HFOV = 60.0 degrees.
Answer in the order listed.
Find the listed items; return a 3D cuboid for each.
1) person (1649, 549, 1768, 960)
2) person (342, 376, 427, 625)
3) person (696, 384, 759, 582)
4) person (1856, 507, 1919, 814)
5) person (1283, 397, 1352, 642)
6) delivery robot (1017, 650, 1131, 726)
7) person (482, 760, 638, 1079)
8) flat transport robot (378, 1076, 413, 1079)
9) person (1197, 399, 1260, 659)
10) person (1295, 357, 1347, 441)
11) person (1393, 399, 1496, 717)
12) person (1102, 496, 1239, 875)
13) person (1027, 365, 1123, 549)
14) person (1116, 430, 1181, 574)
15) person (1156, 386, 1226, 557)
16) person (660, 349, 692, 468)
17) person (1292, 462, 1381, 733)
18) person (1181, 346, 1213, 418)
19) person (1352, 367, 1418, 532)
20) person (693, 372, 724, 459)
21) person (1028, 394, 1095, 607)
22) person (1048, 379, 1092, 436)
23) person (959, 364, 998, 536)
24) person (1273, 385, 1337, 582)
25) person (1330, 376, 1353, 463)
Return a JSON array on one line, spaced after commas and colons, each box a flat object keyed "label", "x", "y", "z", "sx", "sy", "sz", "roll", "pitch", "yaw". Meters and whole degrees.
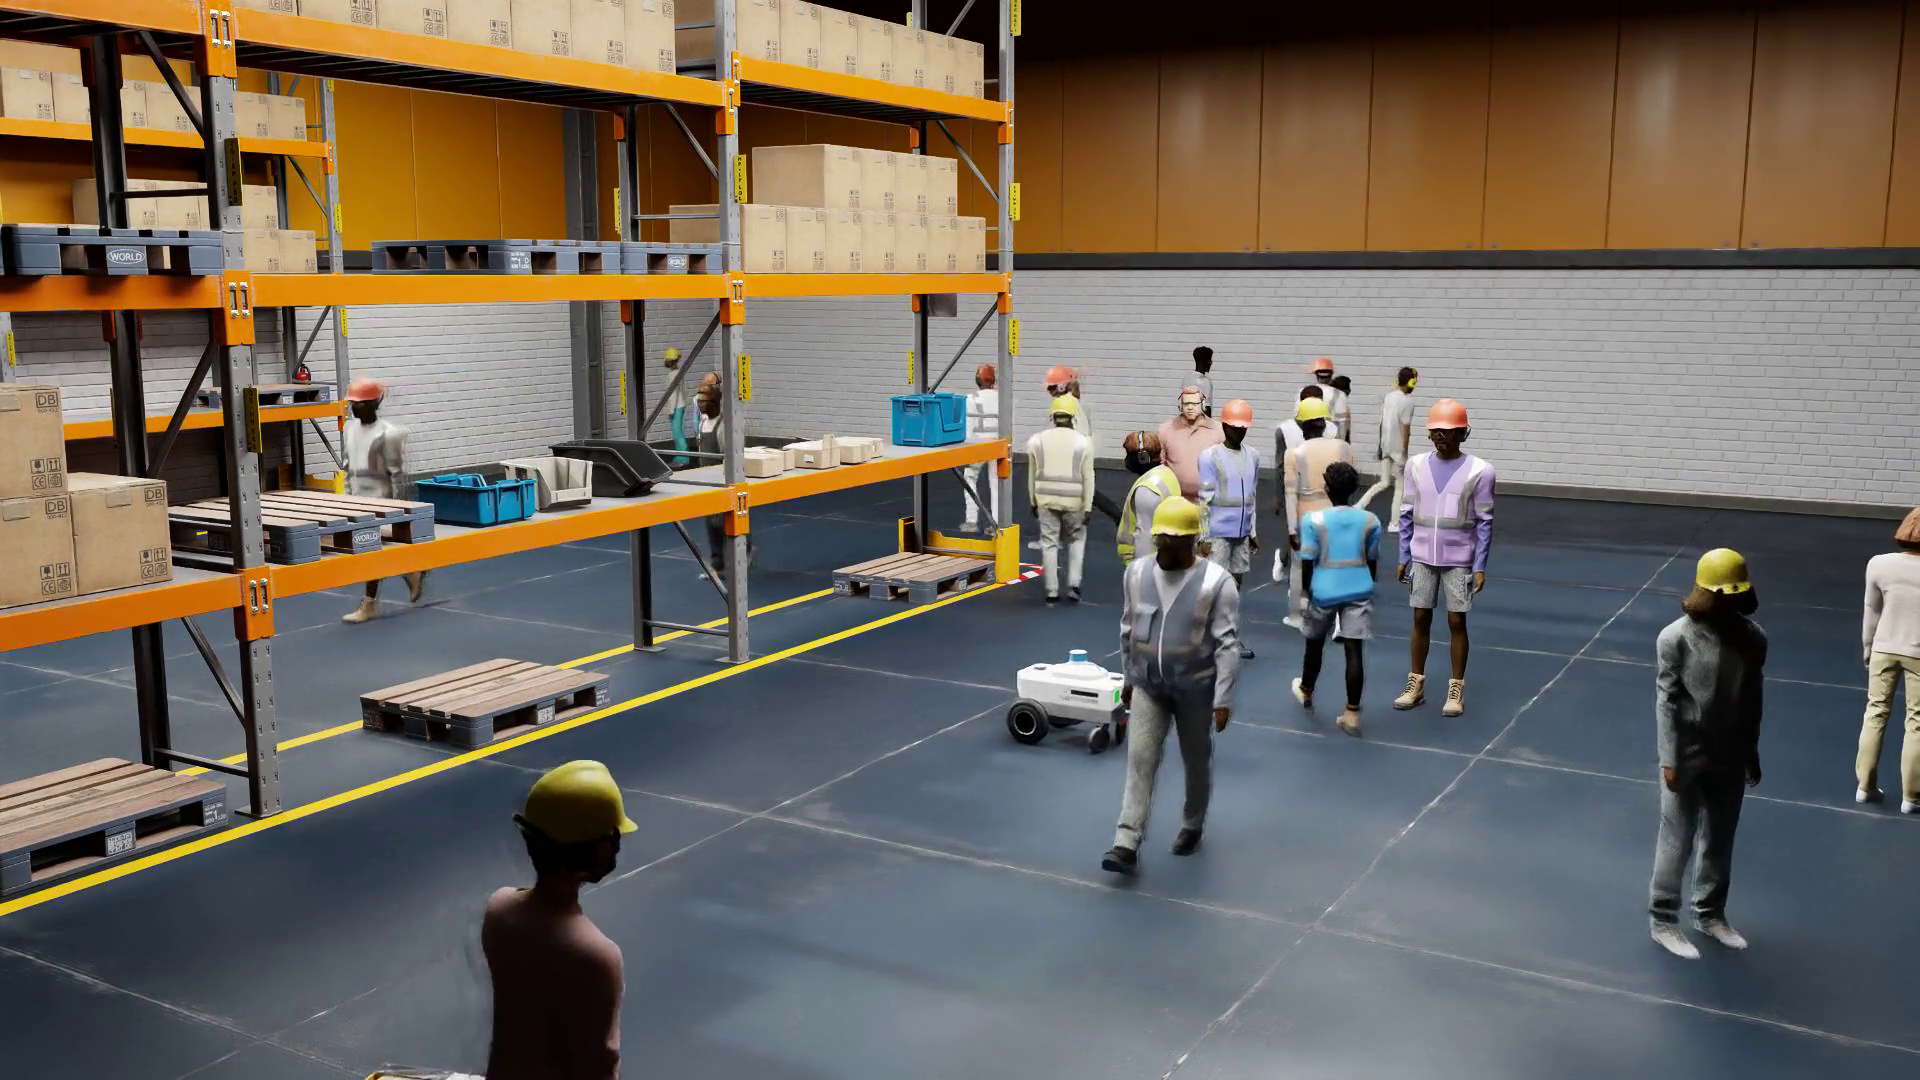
[{"label": "person", "x": 3.112, "y": 0.882, "z": 6.909, "sx": 0.493, "sy": 1.718, "sz": 0.380, "roll": -2, "pitch": 9, "yaw": -11}, {"label": "person", "x": -4.765, "y": -0.353, "z": 13.687, "sx": 0.608, "sy": 2.015, "sz": 0.822, "roll": 6, "pitch": 11, "yaw": 33}, {"label": "person", "x": -2.196, "y": -0.530, "z": 15.372, "sx": 0.487, "sy": 1.831, "sz": 0.547, "roll": -7, "pitch": 12, "yaw": -39}, {"label": "person", "x": 5.017, "y": 0.635, "z": 8.793, "sx": 0.272, "sy": 1.613, "sz": 0.495, "roll": -7, "pitch": 11, "yaw": -37}, {"label": "person", "x": 2.804, "y": -0.168, "z": 12.971, "sx": 0.590, "sy": 1.893, "sz": 0.933, "roll": -2, "pitch": 9, "yaw": -10}, {"label": "delivery robot", "x": 0.716, "y": 0.909, "z": 10.077, "sx": 0.707, "sy": 0.478, "sz": 0.477, "roll": 5, "pitch": 11, "yaw": 29}, {"label": "person", "x": -0.882, "y": 1.361, "z": 3.848, "sx": 0.539, "sy": 1.746, "sz": 0.597, "roll": 8, "pitch": 12, "yaw": 39}, {"label": "flat transport robot", "x": -1.426, "y": 1.898, "z": 5.079, "sx": 1.431, "sy": 0.197, "sz": 0.652, "roll": 2, "pitch": 9, "yaw": 13}, {"label": "person", "x": 1.984, "y": -0.068, "z": 12.174, "sx": 0.547, "sy": 1.934, "sz": 0.376, "roll": -6, "pitch": 11, "yaw": -32}, {"label": "person", "x": 4.031, "y": -1.083, "z": 18.609, "sx": 0.568, "sy": 1.900, "sz": 0.488, "roll": 5, "pitch": 10, "yaw": 28}, {"label": "person", "x": 3.103, "y": 0.114, "z": 10.705, "sx": 0.605, "sy": 2.044, "sz": 0.374, "roll": 6, "pitch": 11, "yaw": 34}, {"label": "person", "x": 0.985, "y": 0.694, "z": 7.849, "sx": 0.622, "sy": 1.787, "sz": 0.920, "roll": 5, "pitch": 10, "yaw": 26}, {"label": "person", "x": 1.284, "y": -0.843, "z": 17.093, "sx": 1.070, "sy": 1.928, "sz": 0.643, "roll": 1, "pitch": 9, "yaw": 5}, {"label": "person", "x": 1.238, "y": 0.194, "z": 10.907, "sx": 0.430, "sy": 1.829, "sz": 0.625, "roll": 3, "pitch": 10, "yaw": 19}, {"label": "person", "x": 1.932, "y": -0.339, "z": 13.959, "sx": 0.652, "sy": 1.906, "sz": 0.403, "roll": 1, "pitch": 9, "yaw": 8}, {"label": "person", "x": -4.172, "y": -1.923, "z": 24.403, "sx": 0.398, "sy": 1.755, "sz": 0.575, "roll": -1, "pitch": 9, "yaw": -7}, {"label": "person", "x": 2.368, "y": 0.332, "z": 10.510, "sx": 0.550, "sy": 1.651, "sz": 0.863, "roll": -1, "pitch": 9, "yaw": -5}, {"label": "person", "x": 2.933, "y": -1.411, "z": 20.498, "sx": 0.379, "sy": 1.958, "sz": 0.607, "roll": -4, "pitch": 10, "yaw": -21}, {"label": "person", "x": 4.649, "y": -0.969, "z": 18.113, "sx": 0.707, "sy": 1.837, "sz": 0.582, "roll": -4, "pitch": 10, "yaw": -24}, {"label": "person", "x": -3.008, "y": -1.225, "z": 20.319, "sx": 0.510, "sy": 1.640, "sz": 0.308, "roll": 2, "pitch": 9, "yaw": 15}, {"label": "person", "x": 0.873, "y": -0.338, "z": 14.254, "sx": 0.595, "sy": 1.812, "sz": 0.538, "roll": 2, "pitch": 9, "yaw": 13}, {"label": "person", "x": 1.270, "y": -1.050, "z": 19.244, "sx": 0.501, "sy": 1.631, "sz": 0.284, "roll": 1, "pitch": 9, "yaw": 3}, {"label": "person", "x": 0.249, "y": -0.977, "z": 18.077, "sx": 0.606, "sy": 1.856, "sz": 0.727, "roll": -5, "pitch": 10, "yaw": -29}, {"label": "person", "x": 2.981, "y": -0.438, "z": 14.656, "sx": 0.589, "sy": 1.894, "sz": 0.754, "roll": -3, "pitch": 10, "yaw": -17}, {"label": "person", "x": 4.294, "y": -1.029, "z": 18.940, "sx": 0.345, "sy": 1.687, "sz": 0.542, "roll": -1, "pitch": 9, "yaw": -5}]
